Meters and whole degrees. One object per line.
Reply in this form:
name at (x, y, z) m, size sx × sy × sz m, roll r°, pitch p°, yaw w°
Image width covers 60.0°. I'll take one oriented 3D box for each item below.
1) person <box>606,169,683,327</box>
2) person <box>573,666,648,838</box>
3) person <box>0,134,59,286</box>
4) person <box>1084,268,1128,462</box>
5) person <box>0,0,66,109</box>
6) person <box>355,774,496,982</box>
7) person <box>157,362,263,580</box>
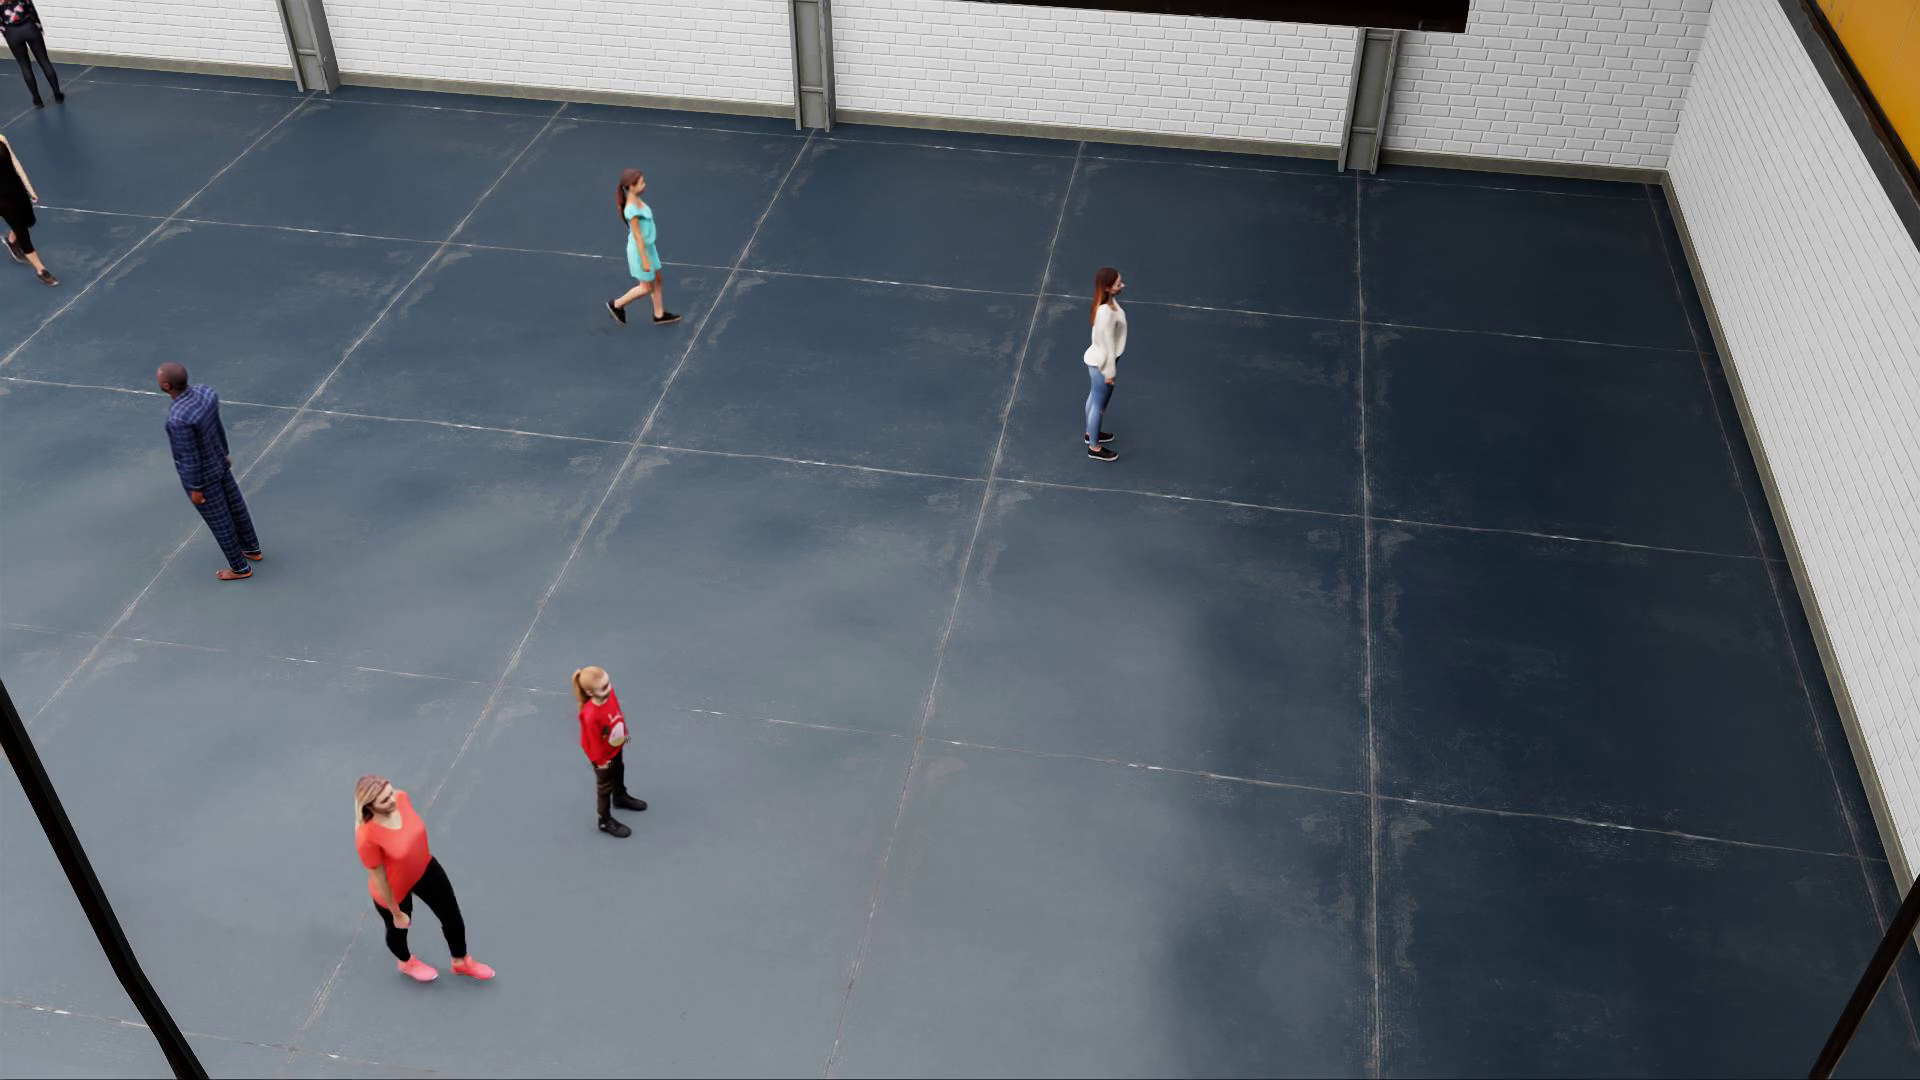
person at (-2.906, -2.586, 14.893) m, size 0.933 × 1.549 × 0.685 m, roll -3°, pitch 39°, yaw -3°
person at (-2.190, 1.275, 10.273) m, size 0.511 × 1.280 × 0.510 m, roll 9°, pitch 40°, yaw 12°
person at (-8.969, -3.256, 15.607) m, size 1.144 × 1.704 × 0.845 m, roll 21°, pitch 43°, yaw 24°
person at (1.145, -1.424, 13.323) m, size 0.595 × 1.692 × 0.648 m, roll 0°, pitch 39°, yaw 0°
person at (-10.542, -5.712, 18.699) m, size 0.637 × 1.683 × 0.710 m, roll -20°, pitch 43°, yaw -24°
person at (-3.157, 1.882, 9.201) m, size 0.859 × 1.669 × 0.685 m, roll 14°, pitch 41°, yaw 16°
person at (-5.467, -0.508, 12.070) m, size 0.593 × 1.824 × 0.675 m, roll 5°, pitch 39°, yaw 6°
